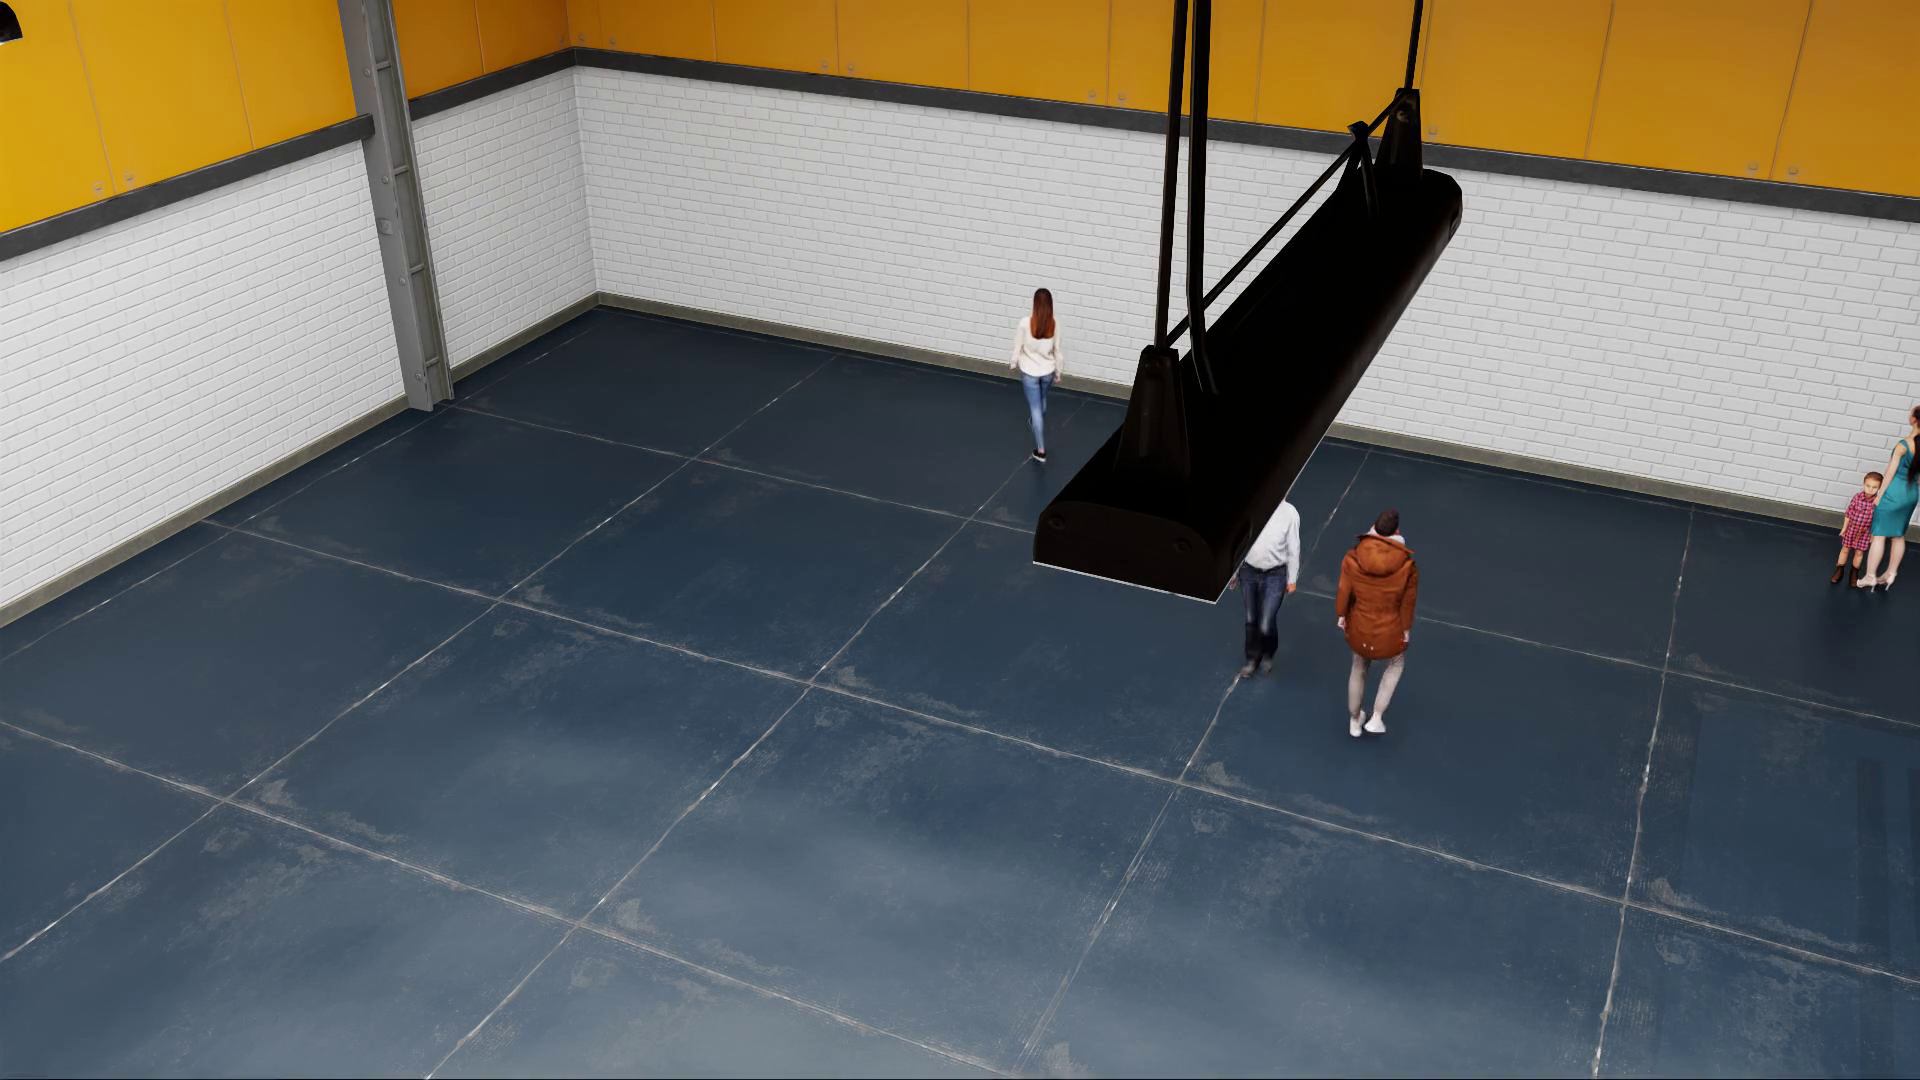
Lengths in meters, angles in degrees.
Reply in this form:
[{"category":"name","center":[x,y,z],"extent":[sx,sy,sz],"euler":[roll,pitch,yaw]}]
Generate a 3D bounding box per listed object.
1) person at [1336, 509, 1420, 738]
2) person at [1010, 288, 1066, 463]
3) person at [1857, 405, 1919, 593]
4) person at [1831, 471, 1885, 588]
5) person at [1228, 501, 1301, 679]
[{"category":"person","center":[2.942,0.648,11.799],"extent":[0.703,1.832,0.656],"euler":[12,31,21]},{"category":"person","center":[0.768,-1.561,16.045],"extent":[1.074,1.644,1.203],"euler":[-7,29,-12]},{"category":"person","center":[7.772,-0.343,13.767],"extent":[0.600,1.686,0.653],"euler":[-9,30,-15]},{"category":"person","center":[7.603,-0.110,14.033],"extent":[0.432,1.022,0.448],"euler":[15,32,25]},{"category":"person","center":[2.333,0.212,12.622],"extent":[0.691,1.809,0.678],"euler":[17,33,28]}]
